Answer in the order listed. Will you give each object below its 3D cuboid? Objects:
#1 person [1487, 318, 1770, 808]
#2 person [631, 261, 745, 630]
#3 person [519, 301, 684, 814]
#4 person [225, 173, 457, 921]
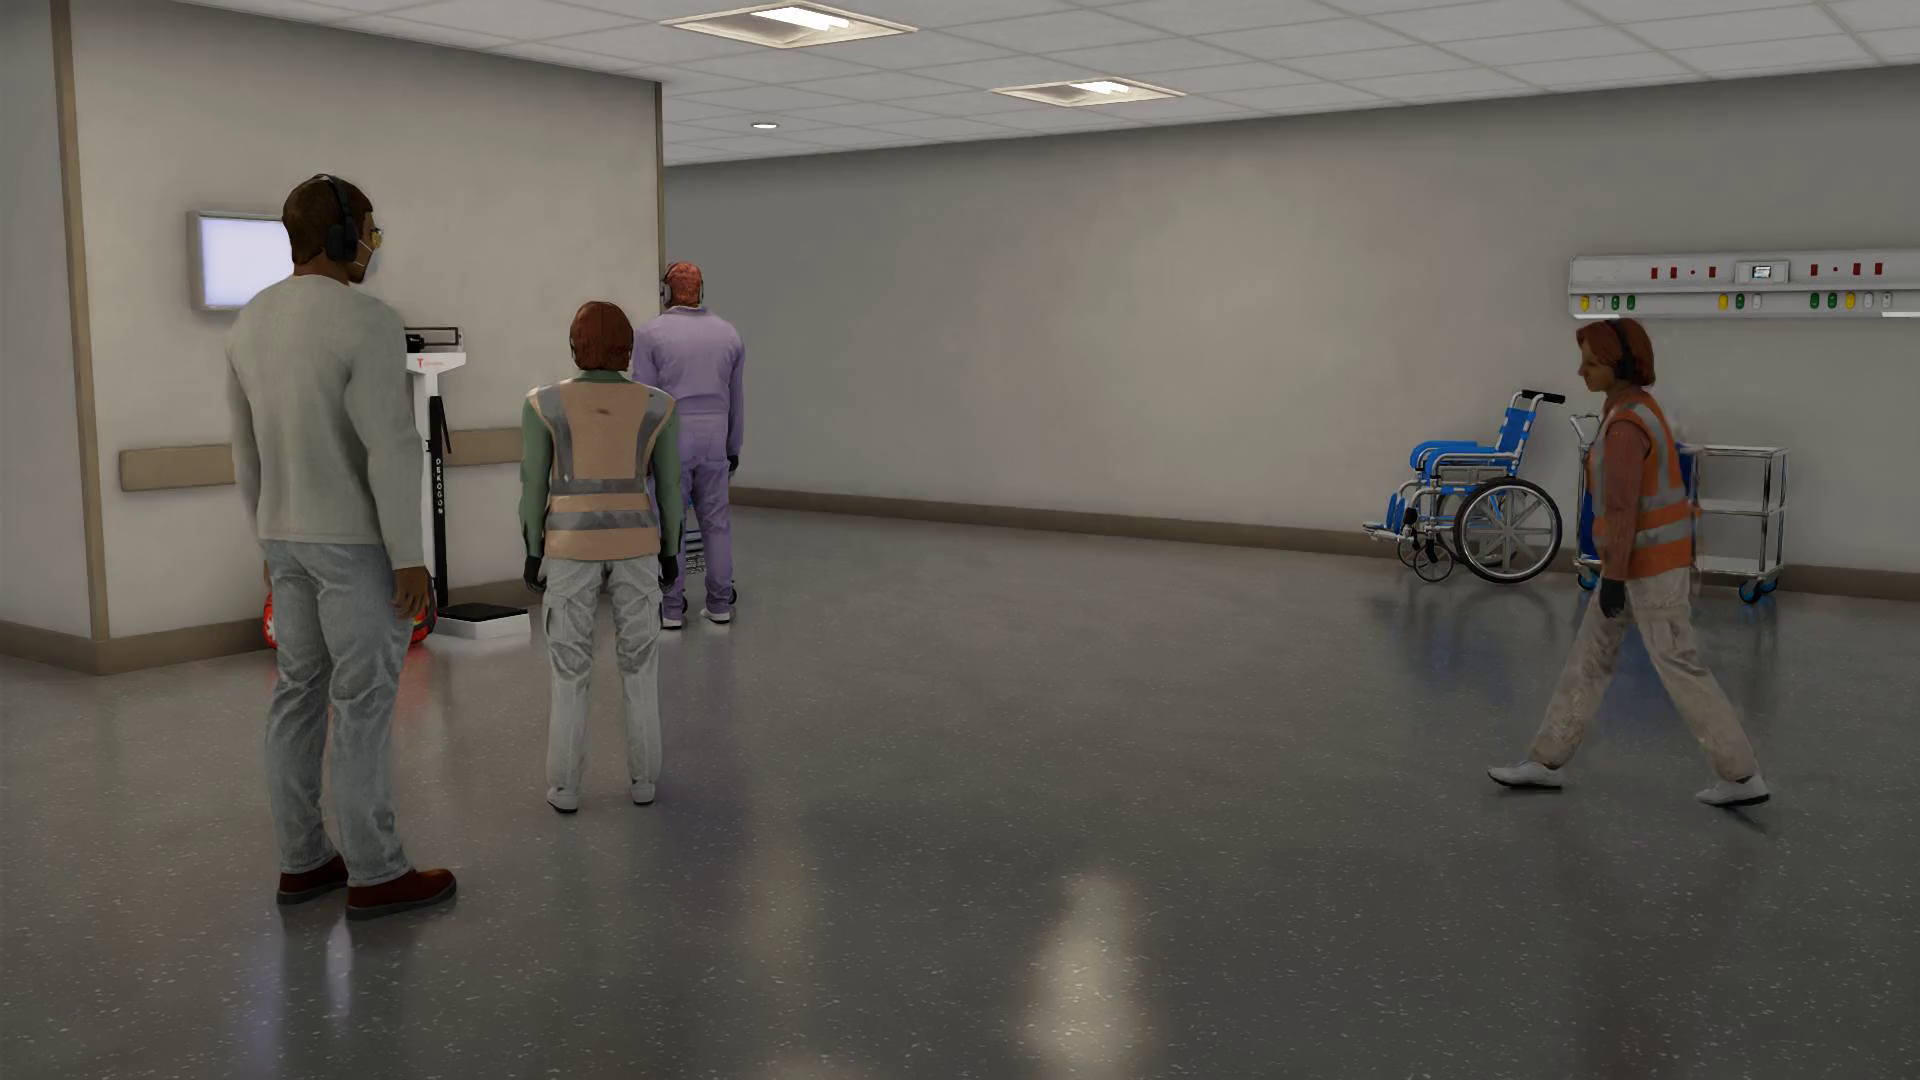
[{"bbox_3d":[2.206,0.078,5.371,0.845,1.577,0.550,3,8,20],"label":"person"},{"bbox_3d":[-1.432,-0.489,8.661,0.651,1.904,0.399,-6,9,-39],"label":"person"},{"bbox_3d":[-1.141,0.056,5.334,0.519,1.633,0.313,-2,7,-19],"label":"person"},{"bbox_3d":[-1.634,0.023,4.376,0.636,1.939,0.364,4,8,31],"label":"person"}]
